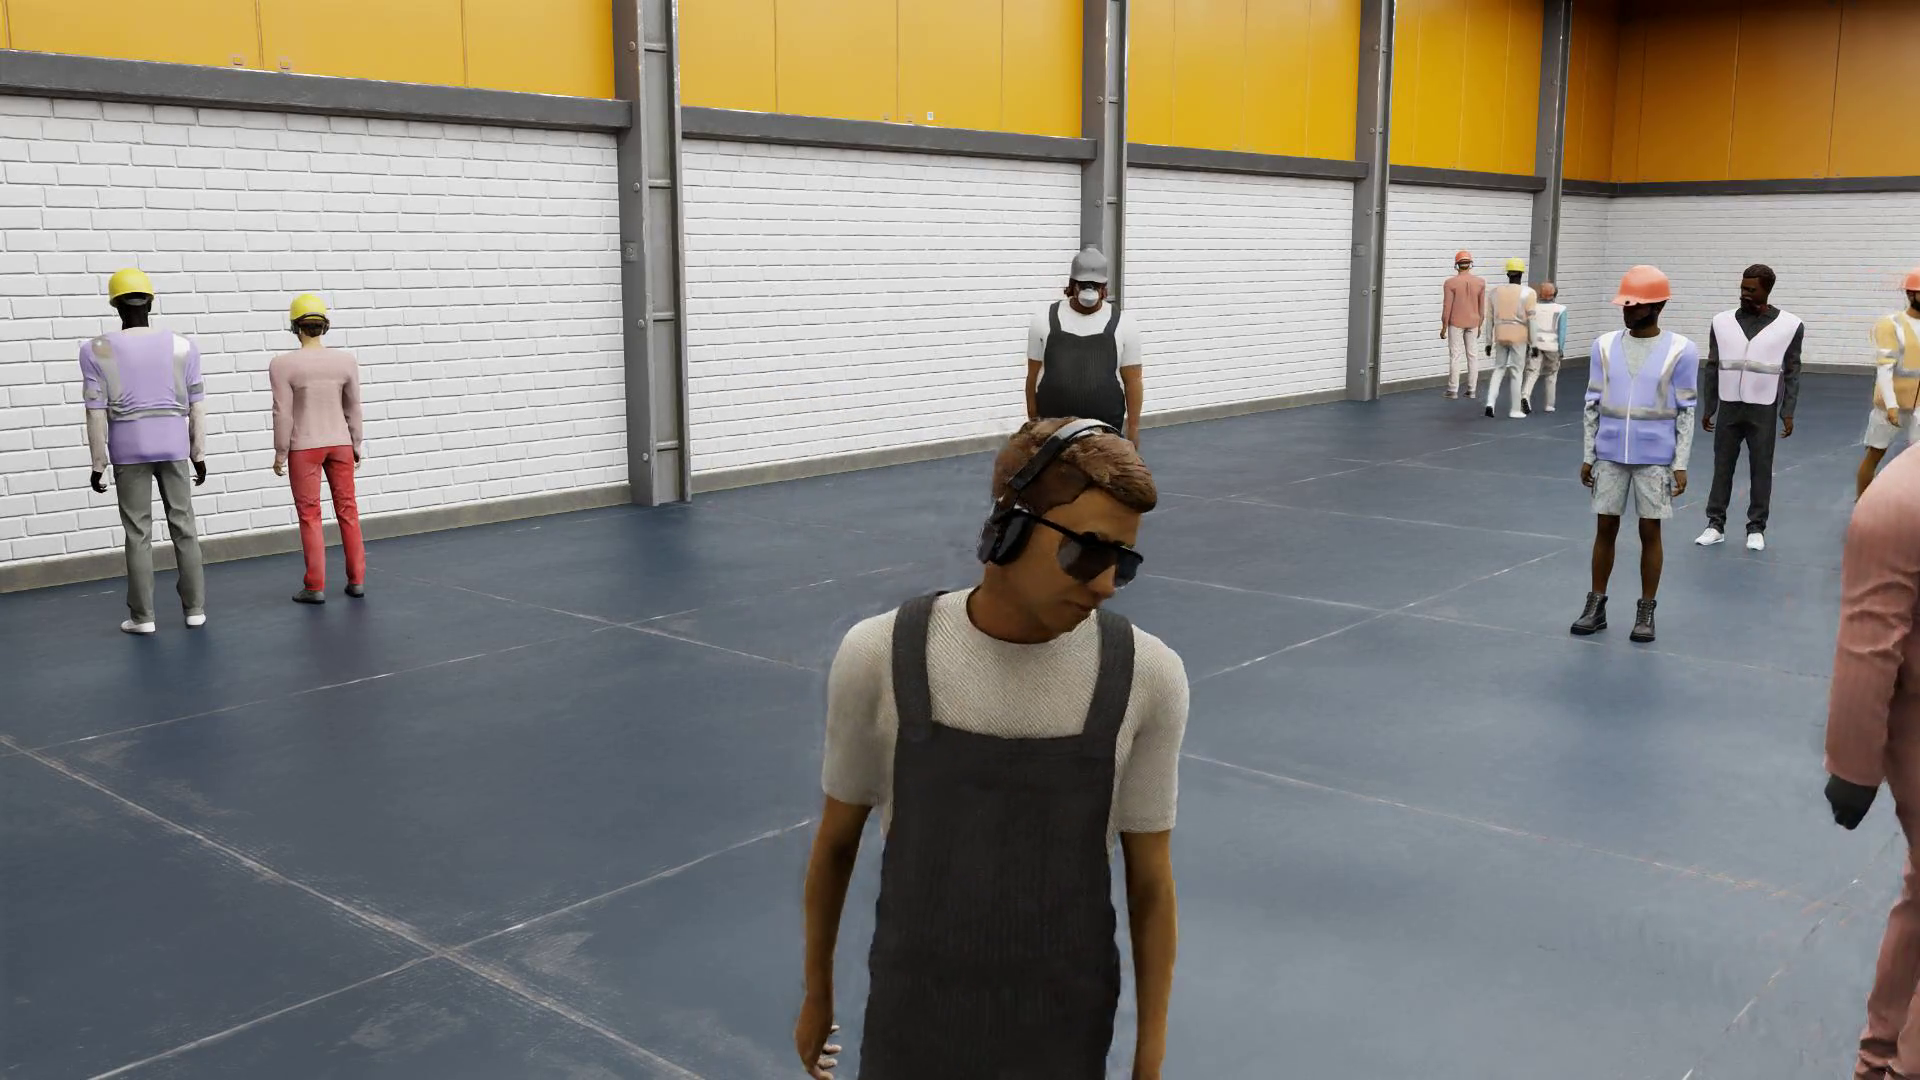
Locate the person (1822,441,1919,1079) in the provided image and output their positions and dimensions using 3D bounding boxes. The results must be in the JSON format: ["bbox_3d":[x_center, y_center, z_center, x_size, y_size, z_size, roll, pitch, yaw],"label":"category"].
[{"bbox_3d":[2.253,0.462,3.605,0.648,1.886,0.592,-6,12,-32],"label":"person"}]

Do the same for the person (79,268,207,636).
[{"bbox_3d":[-4.262,-0.456,8.727,0.585,1.918,0.377,-8,13,-38],"label":"person"}]

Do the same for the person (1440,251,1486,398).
[{"bbox_3d":[6.772,-2.900,22.457,0.612,1.984,0.401,-2,10,-10],"label":"person"}]

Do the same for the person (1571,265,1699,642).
[{"bbox_3d":[3.479,-0.438,8.583,0.545,1.933,0.376,8,13,37],"label":"person"}]

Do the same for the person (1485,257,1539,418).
[{"bbox_3d":[6.536,-2.389,19.727,0.621,1.924,0.477,9,14,43],"label":"person"}]

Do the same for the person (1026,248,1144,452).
[{"bbox_3d":[0.739,-0.726,9.917,0.709,2.000,0.566,1,10,6],"label":"person"}]

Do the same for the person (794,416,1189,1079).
[{"bbox_3d":[-0.002,0.706,2.449,0.646,1.802,0.449,1,10,4],"label":"person"}]

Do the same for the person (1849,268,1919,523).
[{"bbox_3d":[6.710,-0.964,11.701,0.564,1.884,1.005,-1,10,-8],"label":"person"}]

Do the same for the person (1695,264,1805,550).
[{"bbox_3d":[5.335,-0.895,11.239,0.590,1.916,0.399,8,13,38],"label":"person"}]

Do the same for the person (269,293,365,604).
[{"bbox_3d":[-3.678,-0.518,9.517,0.325,1.767,0.533,9,14,43],"label":"person"}]

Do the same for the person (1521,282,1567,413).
[{"bbox_3d":[7.142,-2.352,20.392,0.522,1.616,0.740,7,12,36],"label":"person"}]
